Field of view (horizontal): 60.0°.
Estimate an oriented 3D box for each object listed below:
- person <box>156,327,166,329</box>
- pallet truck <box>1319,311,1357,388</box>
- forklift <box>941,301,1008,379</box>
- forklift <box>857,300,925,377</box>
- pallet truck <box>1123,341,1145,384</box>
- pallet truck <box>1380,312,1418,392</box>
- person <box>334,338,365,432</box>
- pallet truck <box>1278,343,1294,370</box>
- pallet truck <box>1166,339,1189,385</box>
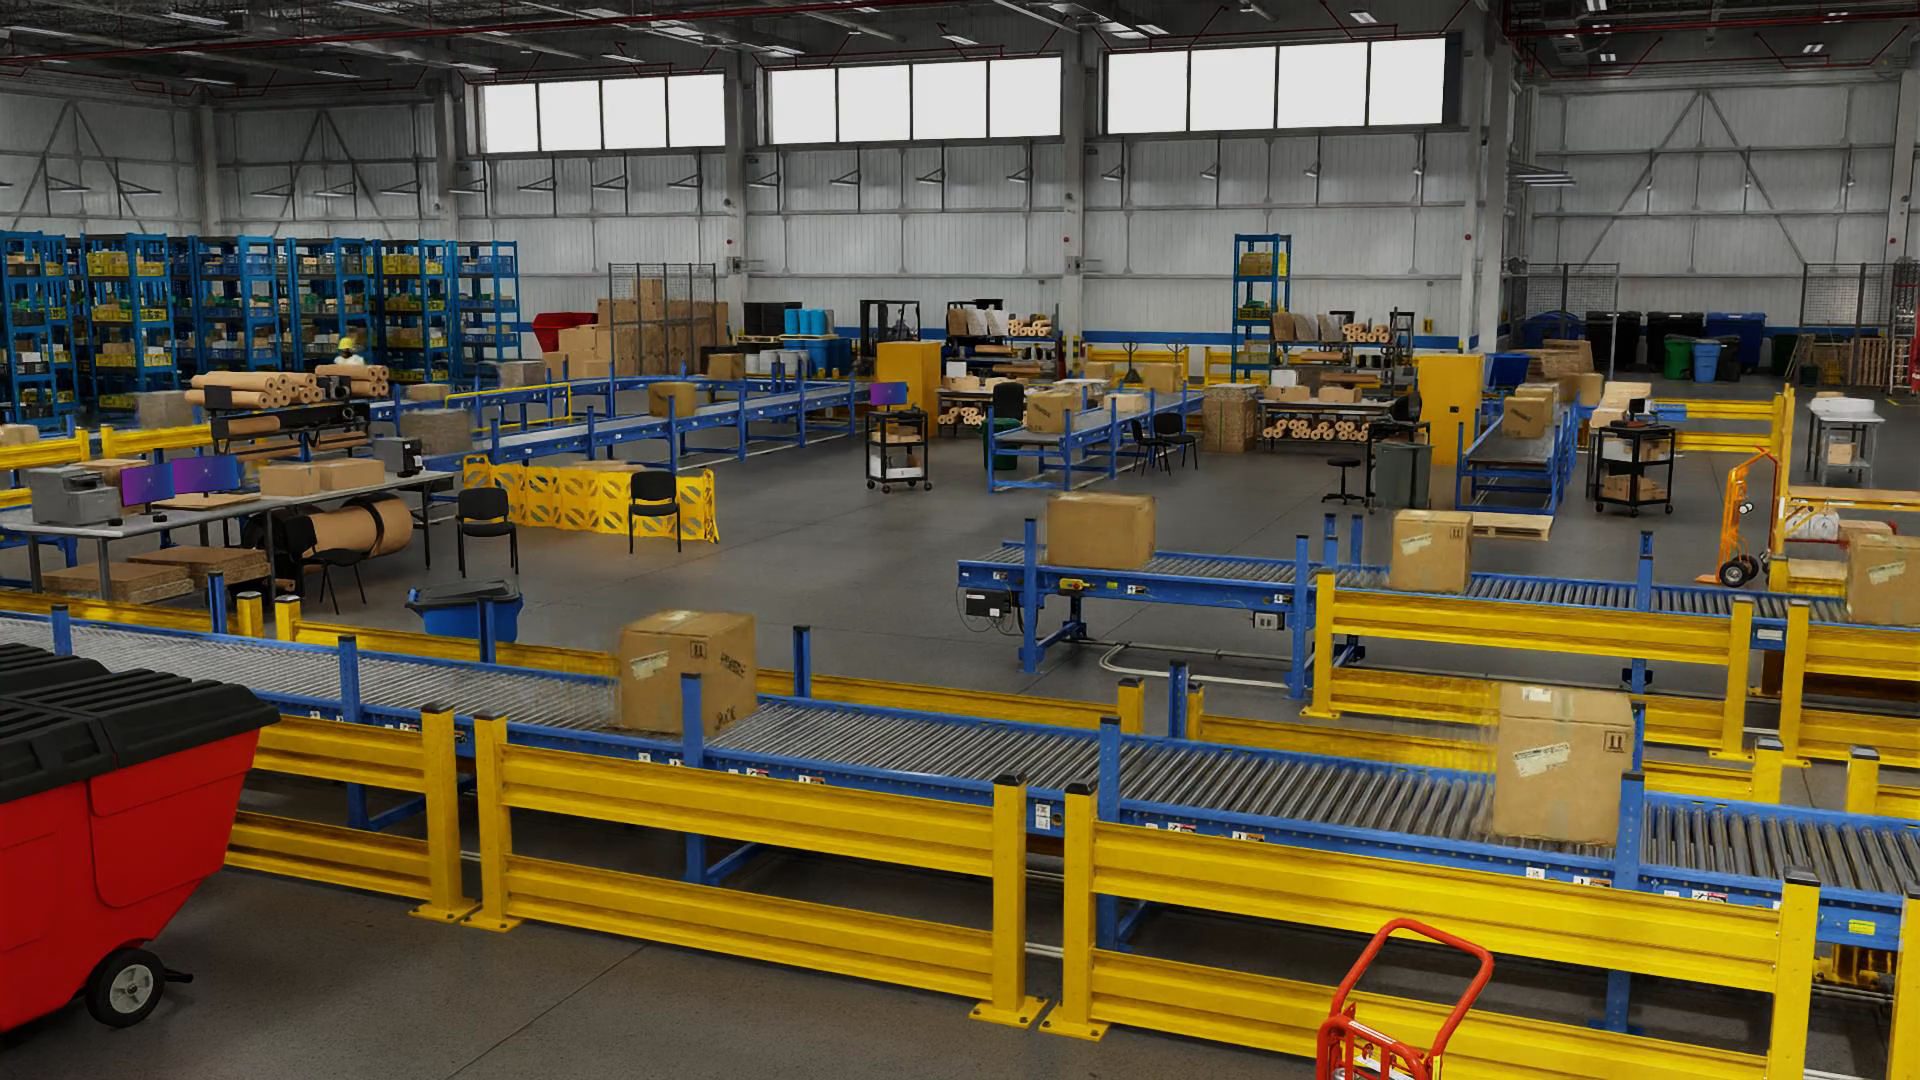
[{"bbox_3d":[-18.002,-4.063,37.546,0.567,1.835,0.407,-6,11,-32],"label":"person"},{"bbox_3d":[9.071,-4.419,39.190,0.823,1.965,1.885,5,10,26],"label":"pallet truck"},{"bbox_3d":[0.365,-4.966,41.571,1.157,1.987,2.680,3,10,20],"label":"forklift"},{"bbox_3d":[-1.732,-5.109,42.468,1.157,1.987,2.680,4,10,22],"label":"forklift"},{"bbox_3d":[4.445,-4.380,41.279,0.680,1.201,1.601,4,10,22],"label":"pallet truck"},{"bbox_3d":[10.207,-4.283,38.369,0.823,1.965,1.885,3,10,20],"label":"pallet truck"},{"bbox_3d":[-10.481,-2.572,28.570,0.588,1.811,0.461,2,10,10],"label":"person"},{"bbox_3d":[7.886,-4.163,39.743,0.653,1.274,1.630,4,10,22],"label":"pallet truck"},{"bbox_3d":[5.418,-4.269,40.420,0.704,1.261,1.522,3,10,20],"label":"pallet truck"}]
